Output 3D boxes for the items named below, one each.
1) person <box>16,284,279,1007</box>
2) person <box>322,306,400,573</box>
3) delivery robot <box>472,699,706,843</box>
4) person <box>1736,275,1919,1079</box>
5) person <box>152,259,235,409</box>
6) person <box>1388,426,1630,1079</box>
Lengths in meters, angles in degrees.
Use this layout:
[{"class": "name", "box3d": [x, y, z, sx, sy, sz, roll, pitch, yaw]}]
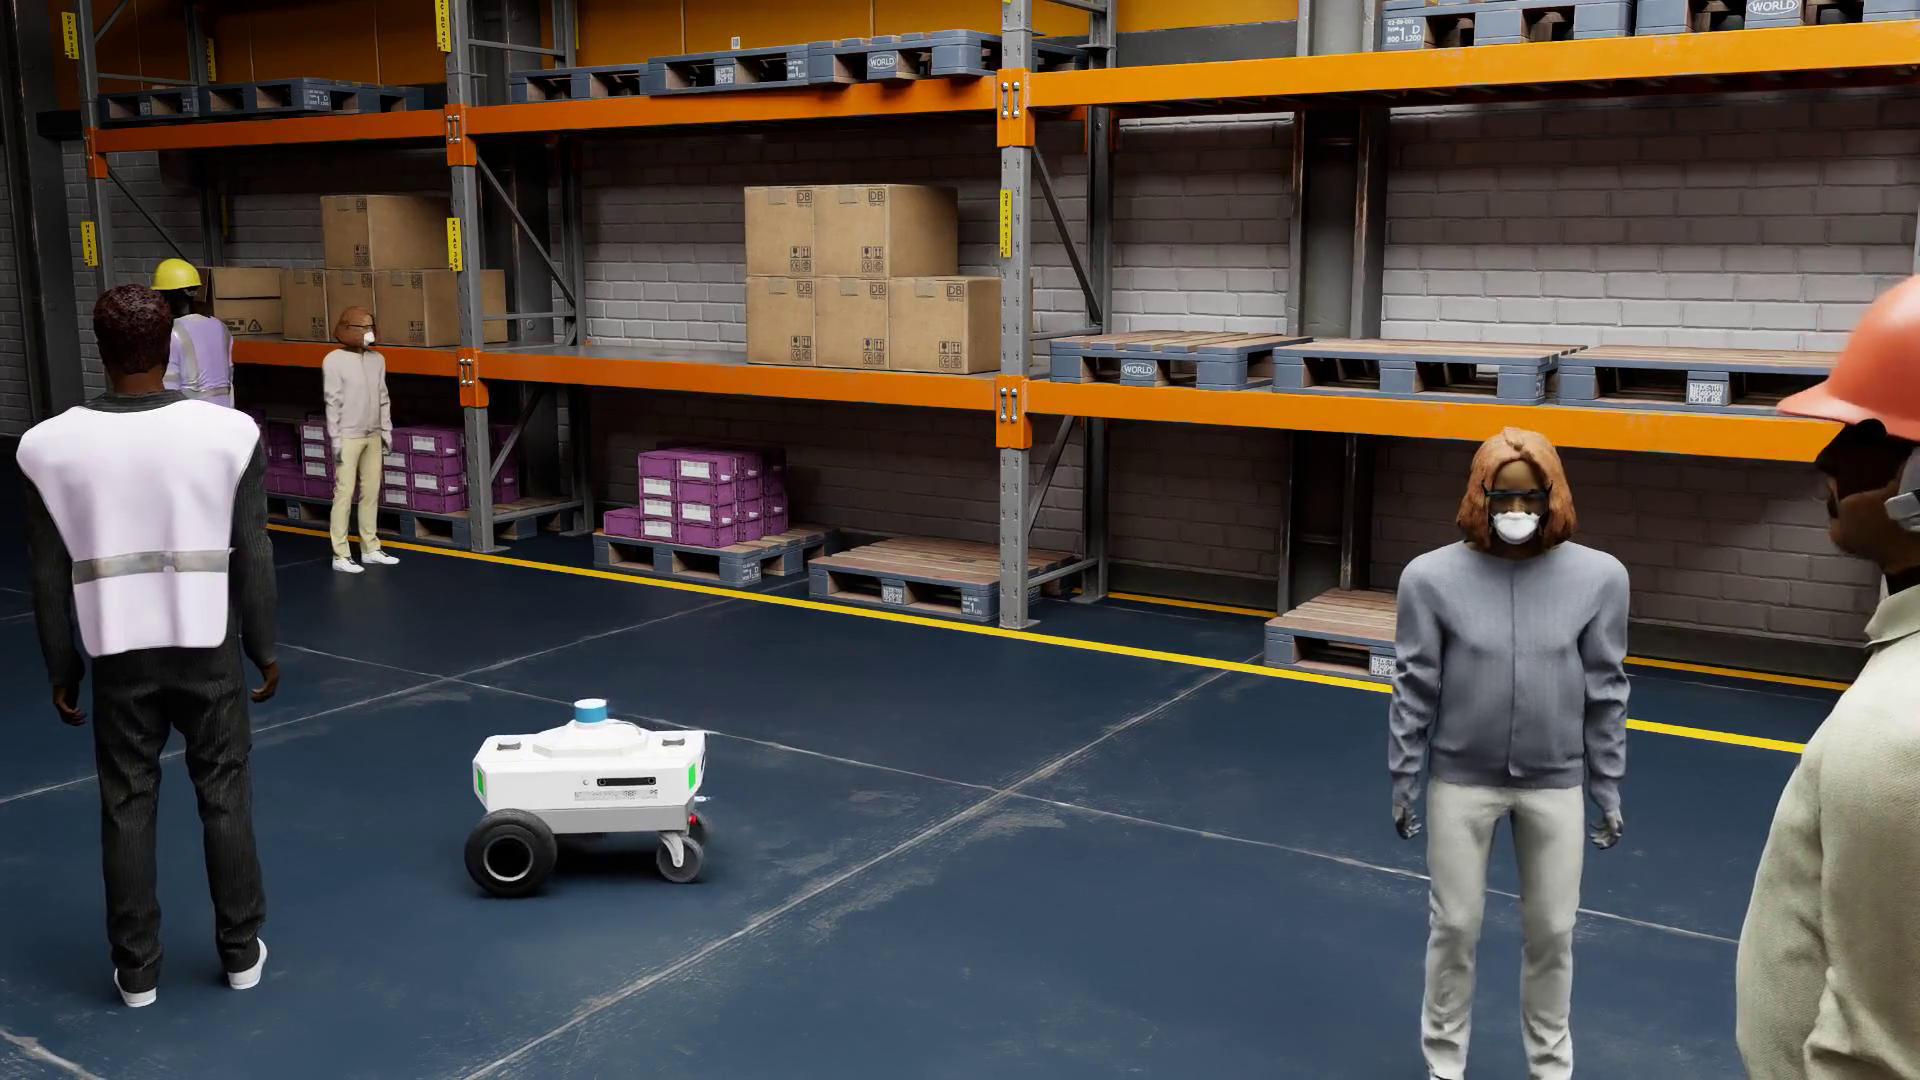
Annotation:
[{"class": "person", "box3d": [-2.116, 0.290, 4.405, 0.582, 1.911, 0.391, -4, 11, -19]}, {"class": "person", "box3d": [-3.685, -0.618, 10.215, 0.282, 1.629, 0.499, 5, 11, 24]}, {"class": "delivery robot", "box3d": [-1.172, 0.752, 5.322, 0.707, 0.478, 0.477, -1, 10, -5]}, {"class": "person", "box3d": [1.038, 0.703, 1.857, 0.375, 1.997, 0.610, 10, 14, 43]}, {"class": "person", "box3d": [-4.356, -0.628, 9.462, 0.401, 1.919, 0.588, 2, 10, 12]}, {"class": "person", "box3d": [1.213, 0.555, 3.715, 0.507, 1.623, 0.294, 2, 10, 10]}]
